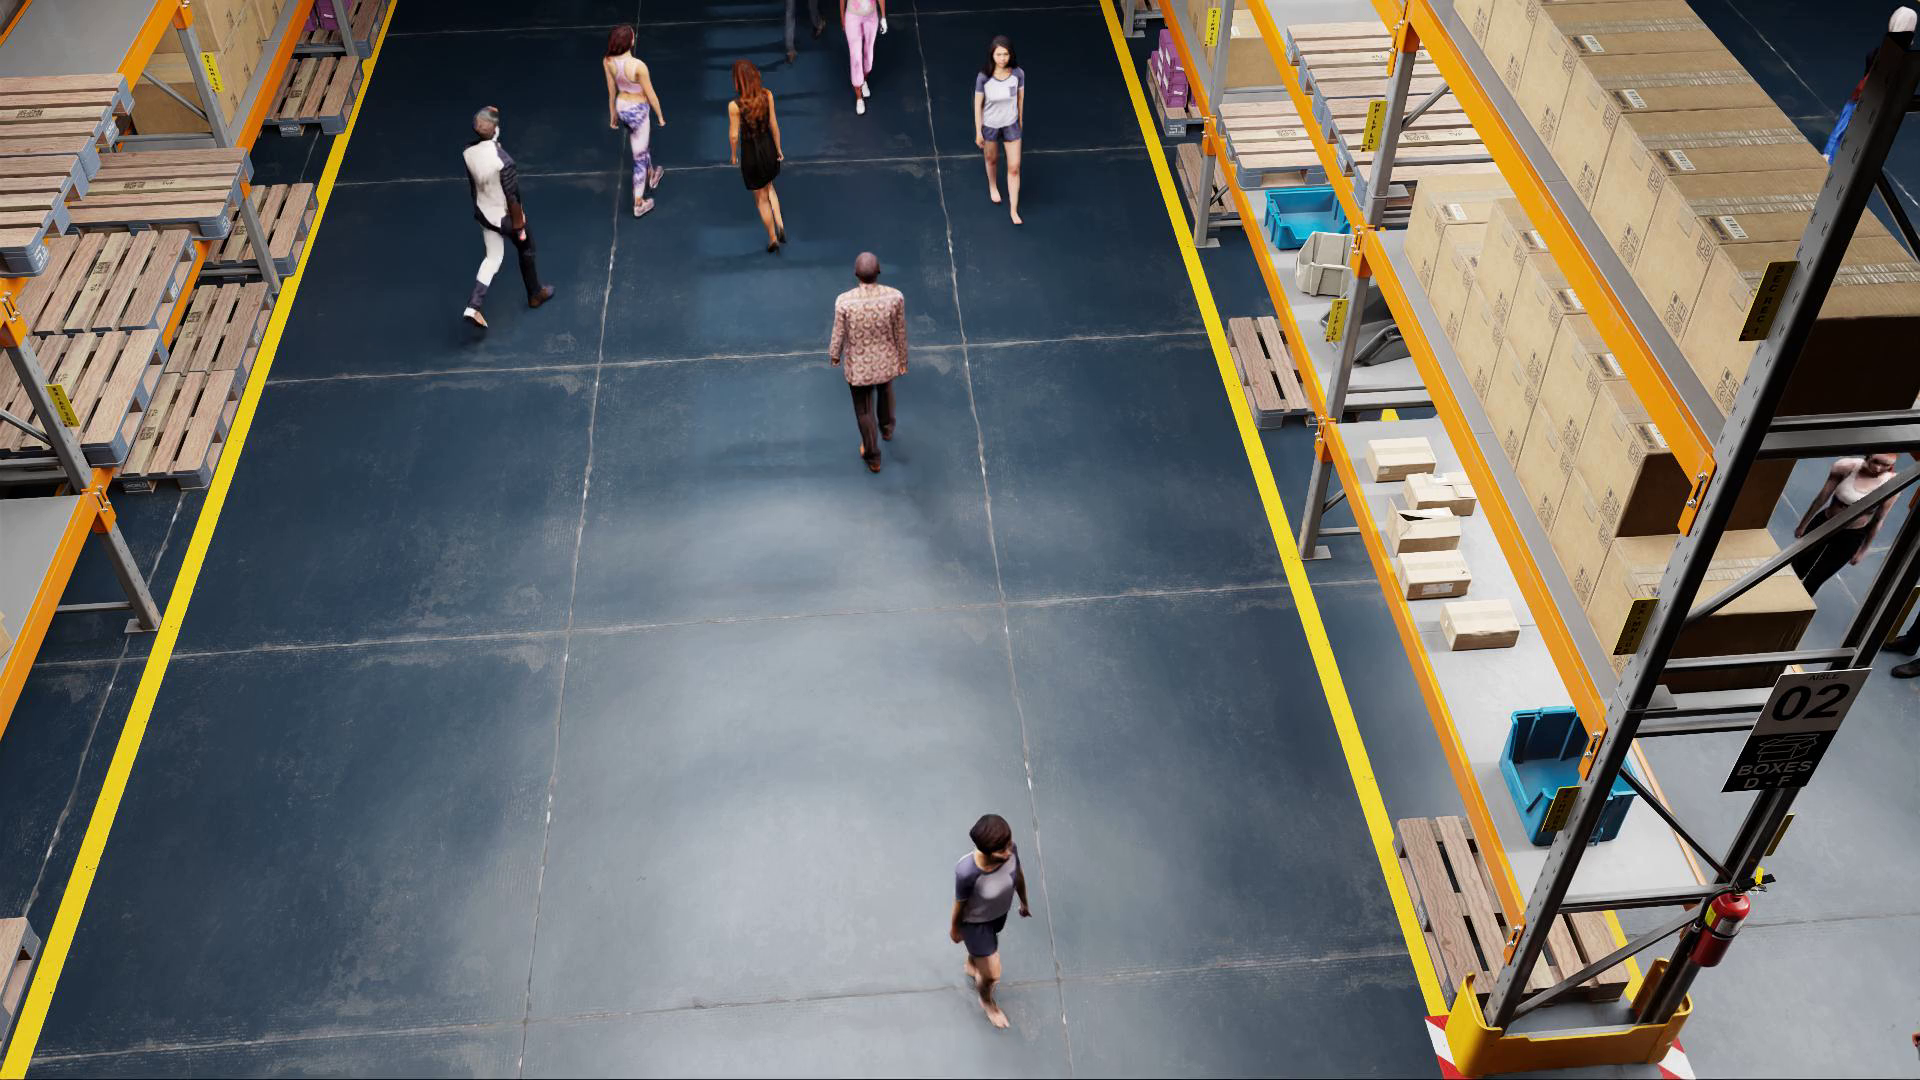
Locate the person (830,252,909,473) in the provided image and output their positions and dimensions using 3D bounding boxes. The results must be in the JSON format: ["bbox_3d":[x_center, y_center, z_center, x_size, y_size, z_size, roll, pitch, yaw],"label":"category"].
[{"bbox_3d":[-0.630,-1.249,12.104,0.813,1.794,0.927,-15,46,-15],"label":"person"}]

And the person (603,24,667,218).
[{"bbox_3d":[-2.921,-3.670,14.683,0.867,1.743,1.038,17,46,17],"label":"person"}]

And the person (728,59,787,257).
[{"bbox_3d":[-1.658,-3.173,14.104,0.725,1.823,0.772,-25,49,-24],"label":"person"}]

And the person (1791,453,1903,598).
[{"bbox_3d":[5.763,-0.074,10.919,0.884,1.729,0.974,26,49,25],"label":"person"}]

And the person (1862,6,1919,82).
[{"bbox_3d":[8.223,-3.980,15.005,0.697,1.747,0.722,-27,50,-25],"label":"person"}]

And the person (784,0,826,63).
[{"bbox_3d":[-1.670,-5.698,16.818,0.930,1.734,1.230,12,45,12],"label":"person"}]

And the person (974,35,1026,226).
[{"bbox_3d":[0.343,-3.733,14.797,0.644,1.677,0.956,-7,44,-7],"label":"person"}]

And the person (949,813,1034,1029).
[{"bbox_3d":[0.082,1.942,8.932,0.827,1.550,0.765,34,53,31],"label":"person"}]

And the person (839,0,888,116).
[{"bbox_3d":[-0.967,-5.119,16.219,0.682,1.722,0.938,-11,45,-12],"label":"person"}]

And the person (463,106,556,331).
[{"bbox_3d":[-3.765,-2.548,13.419,1.107,1.861,1.270,21,47,21],"label":"person"}]
